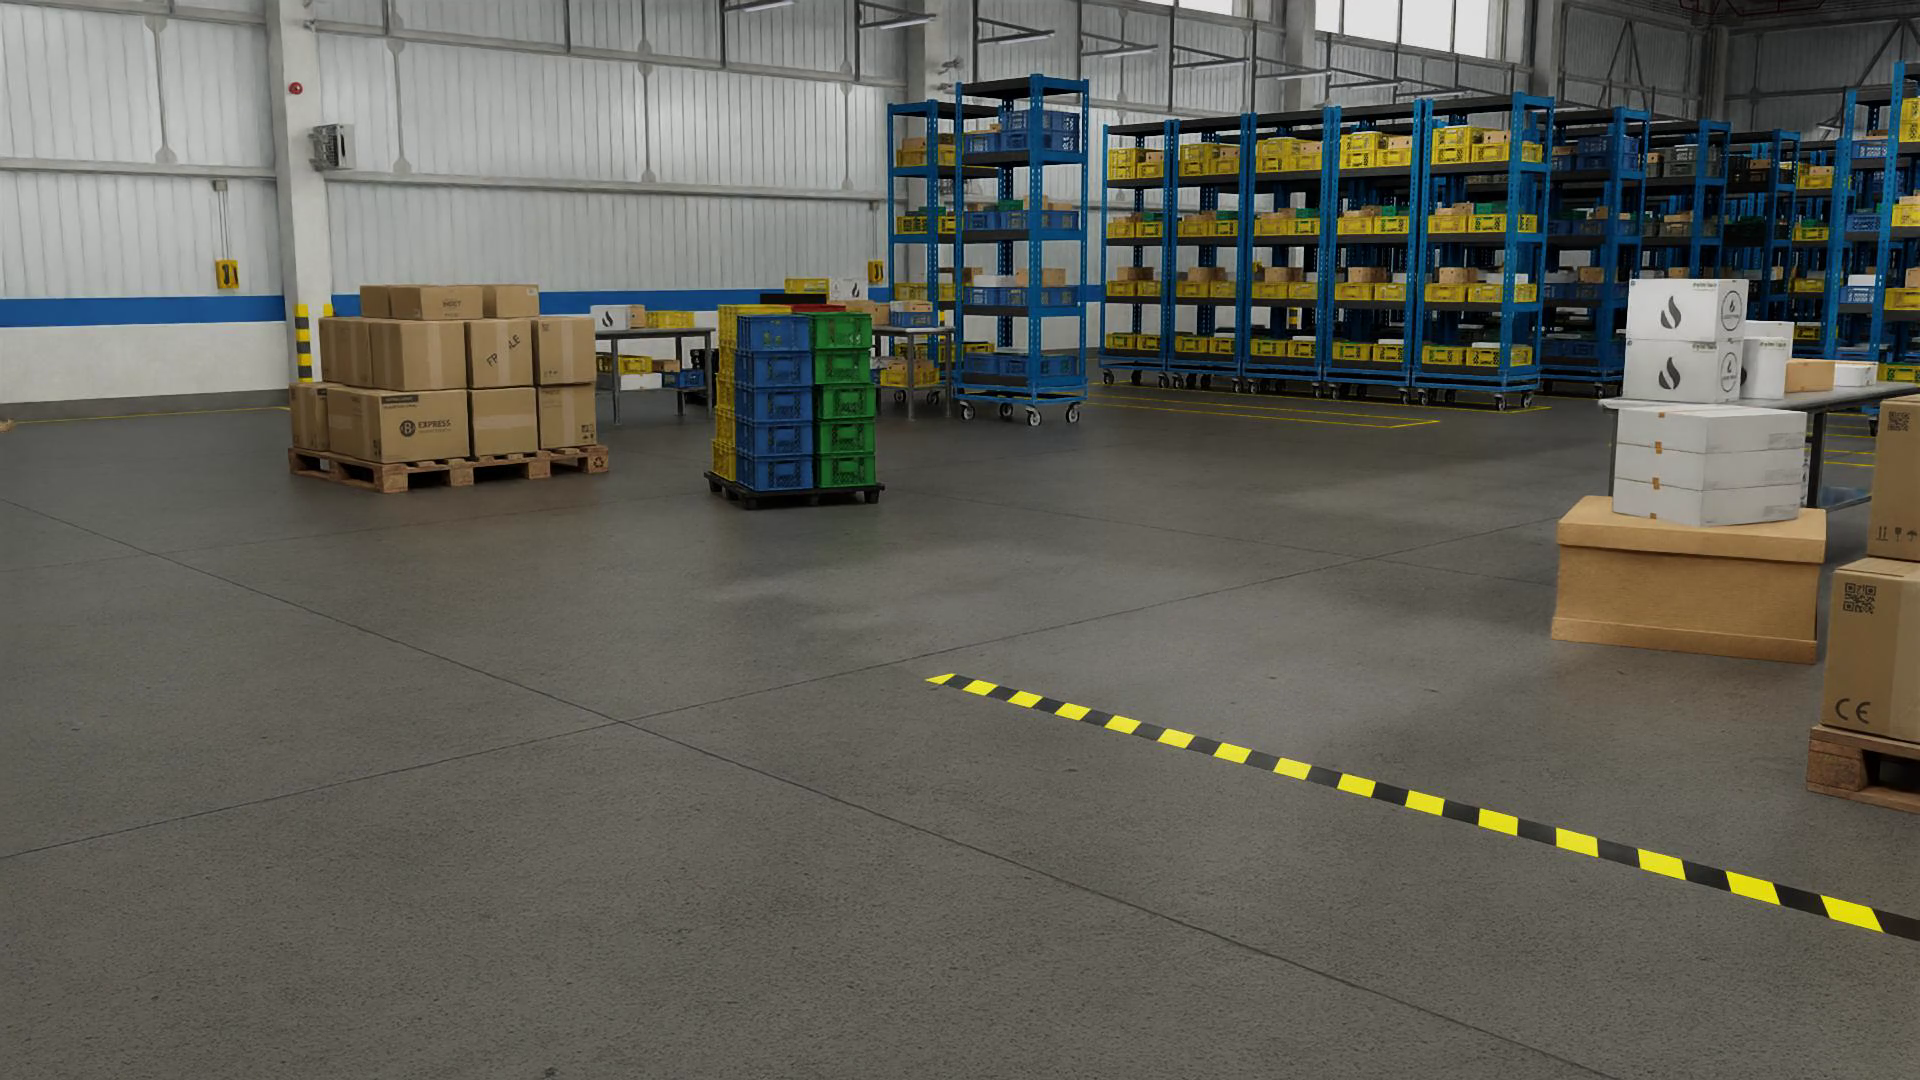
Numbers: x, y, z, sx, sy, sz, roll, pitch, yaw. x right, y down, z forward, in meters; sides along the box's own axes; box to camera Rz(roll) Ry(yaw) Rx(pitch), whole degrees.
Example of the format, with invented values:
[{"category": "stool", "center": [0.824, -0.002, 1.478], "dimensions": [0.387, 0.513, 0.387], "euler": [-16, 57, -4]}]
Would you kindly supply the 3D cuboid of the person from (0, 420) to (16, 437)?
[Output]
[{"category": "person", "center": [-9.581, -1.823, 15.833], "dimensions": [0.650, 1.792, 0.942], "euler": [4, 10, 22]}]
